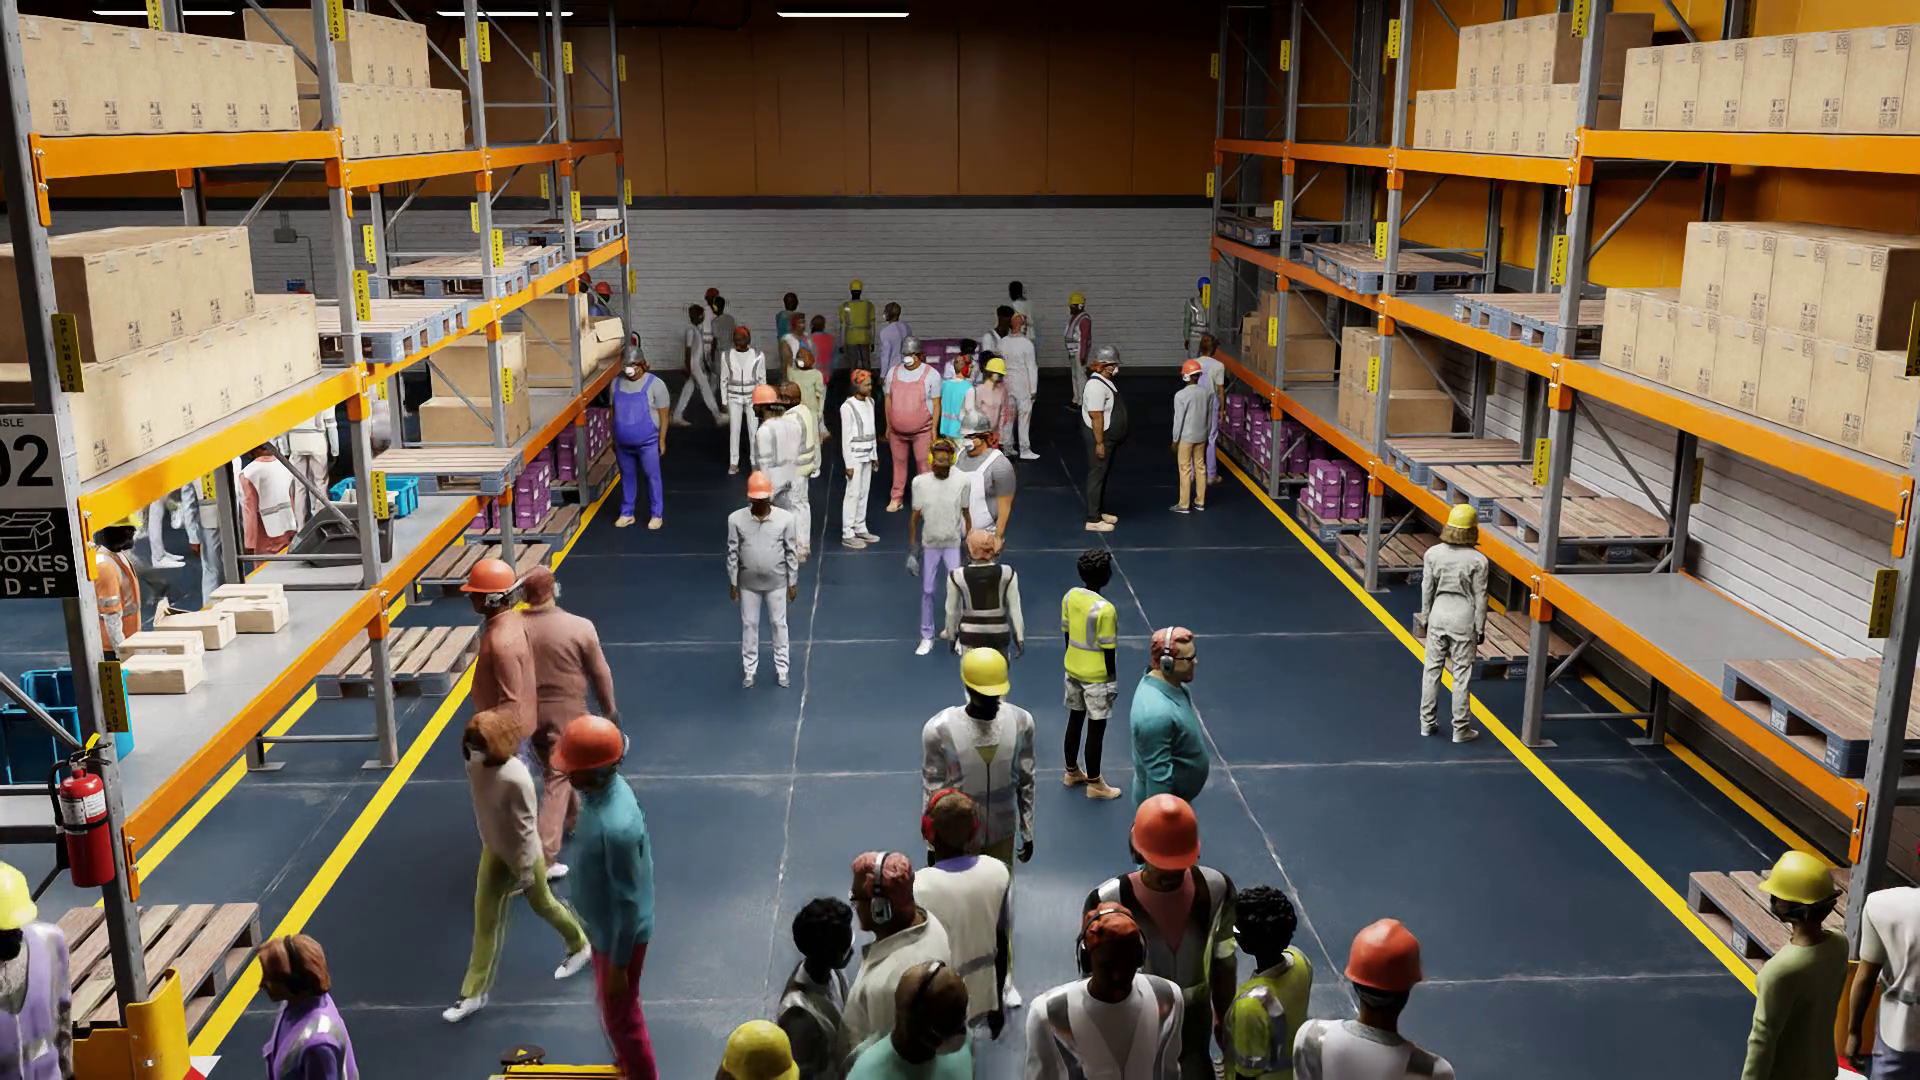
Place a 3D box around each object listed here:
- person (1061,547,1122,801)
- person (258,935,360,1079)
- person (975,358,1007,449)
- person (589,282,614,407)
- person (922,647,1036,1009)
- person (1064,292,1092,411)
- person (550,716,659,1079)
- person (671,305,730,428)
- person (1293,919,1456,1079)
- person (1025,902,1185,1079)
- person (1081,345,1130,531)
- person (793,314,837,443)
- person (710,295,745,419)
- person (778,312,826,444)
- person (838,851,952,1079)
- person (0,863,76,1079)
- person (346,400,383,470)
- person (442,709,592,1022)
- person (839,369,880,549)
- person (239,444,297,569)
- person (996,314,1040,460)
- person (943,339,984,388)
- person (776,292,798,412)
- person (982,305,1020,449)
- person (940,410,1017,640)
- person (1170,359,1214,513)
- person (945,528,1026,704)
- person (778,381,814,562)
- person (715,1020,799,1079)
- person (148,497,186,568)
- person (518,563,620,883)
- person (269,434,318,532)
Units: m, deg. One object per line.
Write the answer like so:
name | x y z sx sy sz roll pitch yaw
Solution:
person | 0.871 0.875 10.968 0.316 1.695 0.542 -8 16 -28
person | -2.305 2.173 6.007 0.316 1.635 0.527 -8 16 -28
person | 0.330 -1.219 19.085 0.388 1.749 0.538 13 19 40
person | -5.532 -3.056 25.921 0.374 1.935 0.552 3 15 11
person | 0.109 1.444 8.296 0.589 1.919 0.395 -4 15 -17
person | 1.805 -2.890 25.501 0.403 1.825 0.596 -3 15 -13
person | -1.521 1.689 7.234 0.417 1.979 0.649 -5 15 -19
person | -3.775 -2.511 24.077 0.975 1.785 0.518 -1 14 -4
person | 1.345 2.160 5.465 0.544 1.930 0.388 10 18 35
person | 0.497 2.119 5.712 0.586 1.882 0.340 -4 15 -17
person | 1.592 -1.134 18.170 0.535 2.000 0.682 3 15 10
person | -1.979 -2.165 22.698 0.547 1.810 0.677 12 19 40
person | -3.482 -2.705 24.727 0.465 1.850 0.542 7 16 26
person | -2.287 -2.265 23.073 0.929 1.812 0.575 6 16 23
person | -0.246 2.027 6.065 0.400 1.895 0.653 2 14 10
person | -3.478 2.034 6.093 1.034 1.869 0.612 9 17 33
person | -7.566 -1.869 21.177 0.617 1.986 0.411 4 15 15
person | -2.266 1.582 8.416 0.523 1.583 0.879 9 17 33
person | -1.055 -0.854 17.397 0.339 1.880 0.578 7 16 24
person | -5.871 -0.047 14.174 0.405 1.909 0.597 3 15 13
person | 0.785 -2.010 21.877 0.642 1.909 0.409 13 19 42
person | 0.014 -1.780 21.427 0.583 1.669 0.526 -2 14 -9
person | -2.579 -2.835 25.271 0.502 1.837 0.345 10 18 35
person | 0.558 -2.222 22.630 0.624 1.950 0.418 -13 19 -42
person | 0.107 -0.100 14.111 0.683 2.000 0.538 12 19 40
person | 2.619 -1.186 18.948 0.576 1.747 0.337 -10 17 -33
person | 0.175 0.715 11.782 0.563 1.601 0.677 -1 14 -4
person | -1.696 -0.694 16.842 0.429 1.840 0.634 2 14 7
person | -0.626 2.307 5.269 0.321 1.737 0.484 14 20 43
person | -8.023 -0.650 16.609 0.328 1.872 0.510 -7 16 -25
person | -2.425 1.053 9.982 0.644 1.843 1.048 3 15 12
person | -7.193 -1.021 18.056 0.576 1.880 0.351 -5 15 -20
